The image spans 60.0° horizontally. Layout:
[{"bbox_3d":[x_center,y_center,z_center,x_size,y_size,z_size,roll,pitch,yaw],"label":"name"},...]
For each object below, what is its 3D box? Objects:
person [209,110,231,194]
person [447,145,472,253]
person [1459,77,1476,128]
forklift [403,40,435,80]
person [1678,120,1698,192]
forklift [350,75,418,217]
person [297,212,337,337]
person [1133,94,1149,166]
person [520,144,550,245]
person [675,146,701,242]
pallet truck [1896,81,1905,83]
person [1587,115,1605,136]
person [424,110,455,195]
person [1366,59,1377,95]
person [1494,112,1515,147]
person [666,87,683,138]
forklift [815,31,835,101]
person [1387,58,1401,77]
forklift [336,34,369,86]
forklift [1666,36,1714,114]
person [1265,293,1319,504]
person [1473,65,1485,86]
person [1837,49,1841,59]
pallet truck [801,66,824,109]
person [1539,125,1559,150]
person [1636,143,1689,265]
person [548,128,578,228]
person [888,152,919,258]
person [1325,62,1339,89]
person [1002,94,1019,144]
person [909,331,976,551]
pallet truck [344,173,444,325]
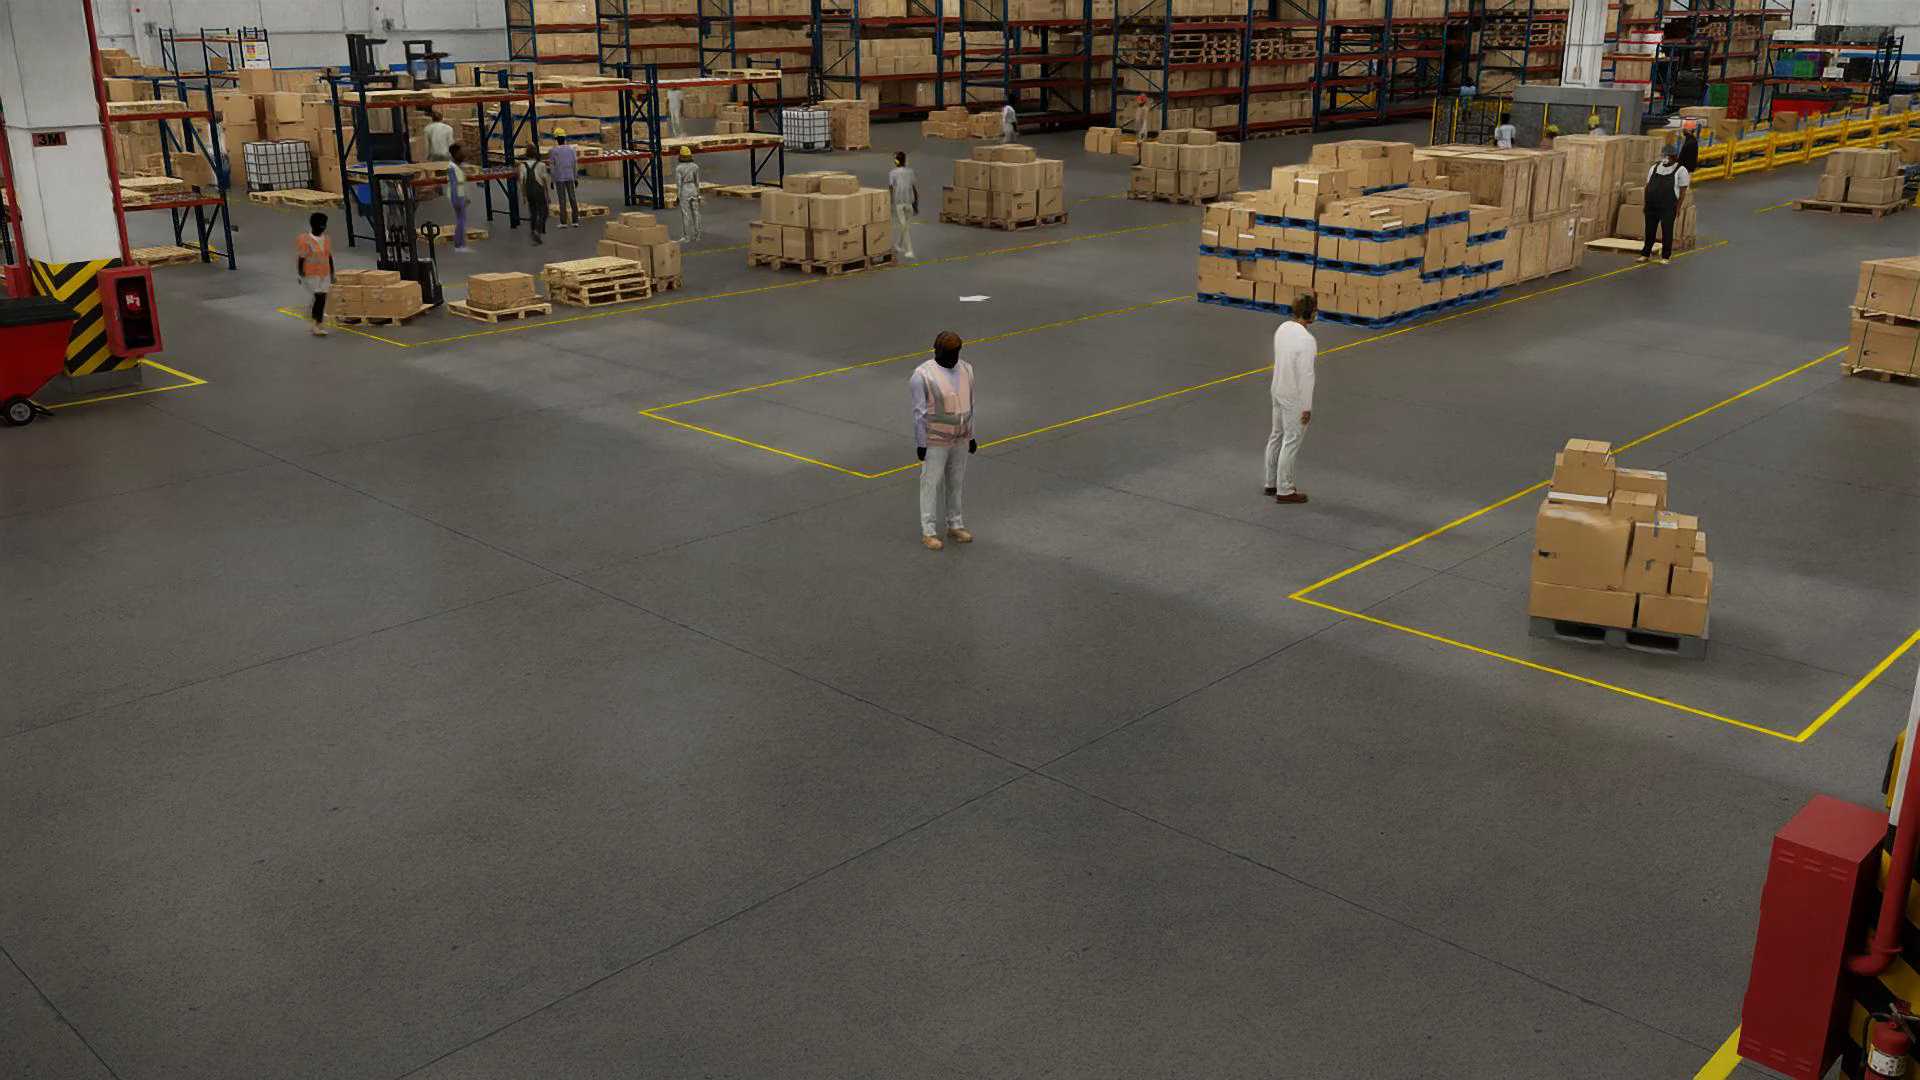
[{"bbox_3d":[-17.028,-8.917,38.224,0.438,1.865,0.618,-12,22,-32],"label":"person"},{"bbox_3d":[-8.955,-6.072,29.666,0.361,1.907,0.627,0,18,-1],"label":"person"},{"bbox_3d":[17.075,-14.739,56.057,0.546,1.671,0.569,5,19,15],"label":"person"},{"bbox_3d":[-18.585,-15.791,57.357,1.873,2.768,1.129,17,24,41],"label":"forklift"},{"bbox_3d":[14.748,-7.519,33.823,0.391,1.990,0.621,6,19,17],"label":"person"},{"bbox_3d":[-12.018,-8.218,34.542,1.129,2.768,1.873,-5,19,-14],"label":"forklift"},{"bbox_3d":[-8.653,-3.576,22.437,0.416,1.663,0.584,9,20,25],"label":"person"},{"bbox_3d":[4.742,-10.804,43.884,0.388,1.898,0.694,-9,20,-24],"label":"person"},{"bbox_3d":[-7.752,-6.304,30.417,0.543,1.829,0.428,3,19,9],"label":"person"},{"bbox_3d":[-5.063,-6.420,30.903,0.487,1.744,0.294,-16,24,-39],"label":"person"},{"bbox_3d":[34.802,-16.331,61.455,0.653,1.274,1.630,17,25,41],"label":"pallet truck"},{"bbox_3d":[14.201,-8.634,37.459,0.620,1.808,0.545,-17,25,-42],"label":"person"},{"bbox_3d":[-11.705,-8.683,37.464,0.681,1.912,0.595,-3,19,-8],"label":"person"},{"bbox_3d":[18.331,-20.736,73.813,0.983,1.892,0.560,-15,23,-37],"label":"person"},{"bbox_3d":[13.152,-9.473,40.187,0.540,1.679,0.568,-3,19,-10],"label":"person"},{"bbox_3d":[-8.840,-13.209,51.187,0.529,1.852,0.596,5,19,14],"label":"person"},{"bbox_3d":[-5.585,-19.756,69.304,1.129,2.768,1.873,17,25,41],"label":"forklift"},{"bbox_3d":[20.241,-21.804,77.458,0.571,1.603,0.757,14,23,37],"label":"person"},{"bbox_3d":[-23.470,-18.295,64.902,1.129,2.768,1.873,17,25,41],"label":"forklift"},{"bbox_3d":[27.341,-17.291,61.877,1.129,2.768,1.873,17,25,41],"label":"forklift"},{"bbox_3d":[3.034,-1.284,15.151,0.387,1.932,0.623,-5,19,-15],"label":"person"},{"bbox_3d":[20.975,-18.449,67.353,0.498,1.612,0.507,16,24,40],"label":"person"},{"bbox_3d":[41.233,-22.277,78.308,0.405,1.987,0.608,13,22,34],"label":"person"},{"bbox_3d":[-4.812,-15.182,56.903,0.823,1.965,1.885,-9,21,-26],"label":"pallet truck"},{"bbox_3d":[12.664,-8.012,35.674,0.622,1.743,0.556,-5,19,-16],"label":"person"},{"bbox_3d":[11.938,-5.712,28.302,0.539,2.000,0.689,-17,25,-42],"label":"person"},{"bbox_3d":[-7.792,-7.108,32.691,0.589,1.924,0.384,-13,22,-34],"label":"person"},{"bbox_3d":[-1.030,-5.899,29.222,0.496,1.813,0.967,-9,21,-26],"label":"person"},{"bbox_3d":[15.805,-19.738,70.741,0.649,1.926,0.505,15,24,38],"label":"person"},{"bbox_3d":[1.363,-10.727,43.616,1.022,1.908,0.627,-4,19,-11],"label":"person"},{"bbox_3d":[-0.112,-0.843,13.954,0.623,1.839,0.429,-14,23,-36],"label":"person"},{"bbox_3d":[-8.209,-4.181,23.757,0.823,1.965,1.885,3,19,9],"label":"pallet truck"}]
